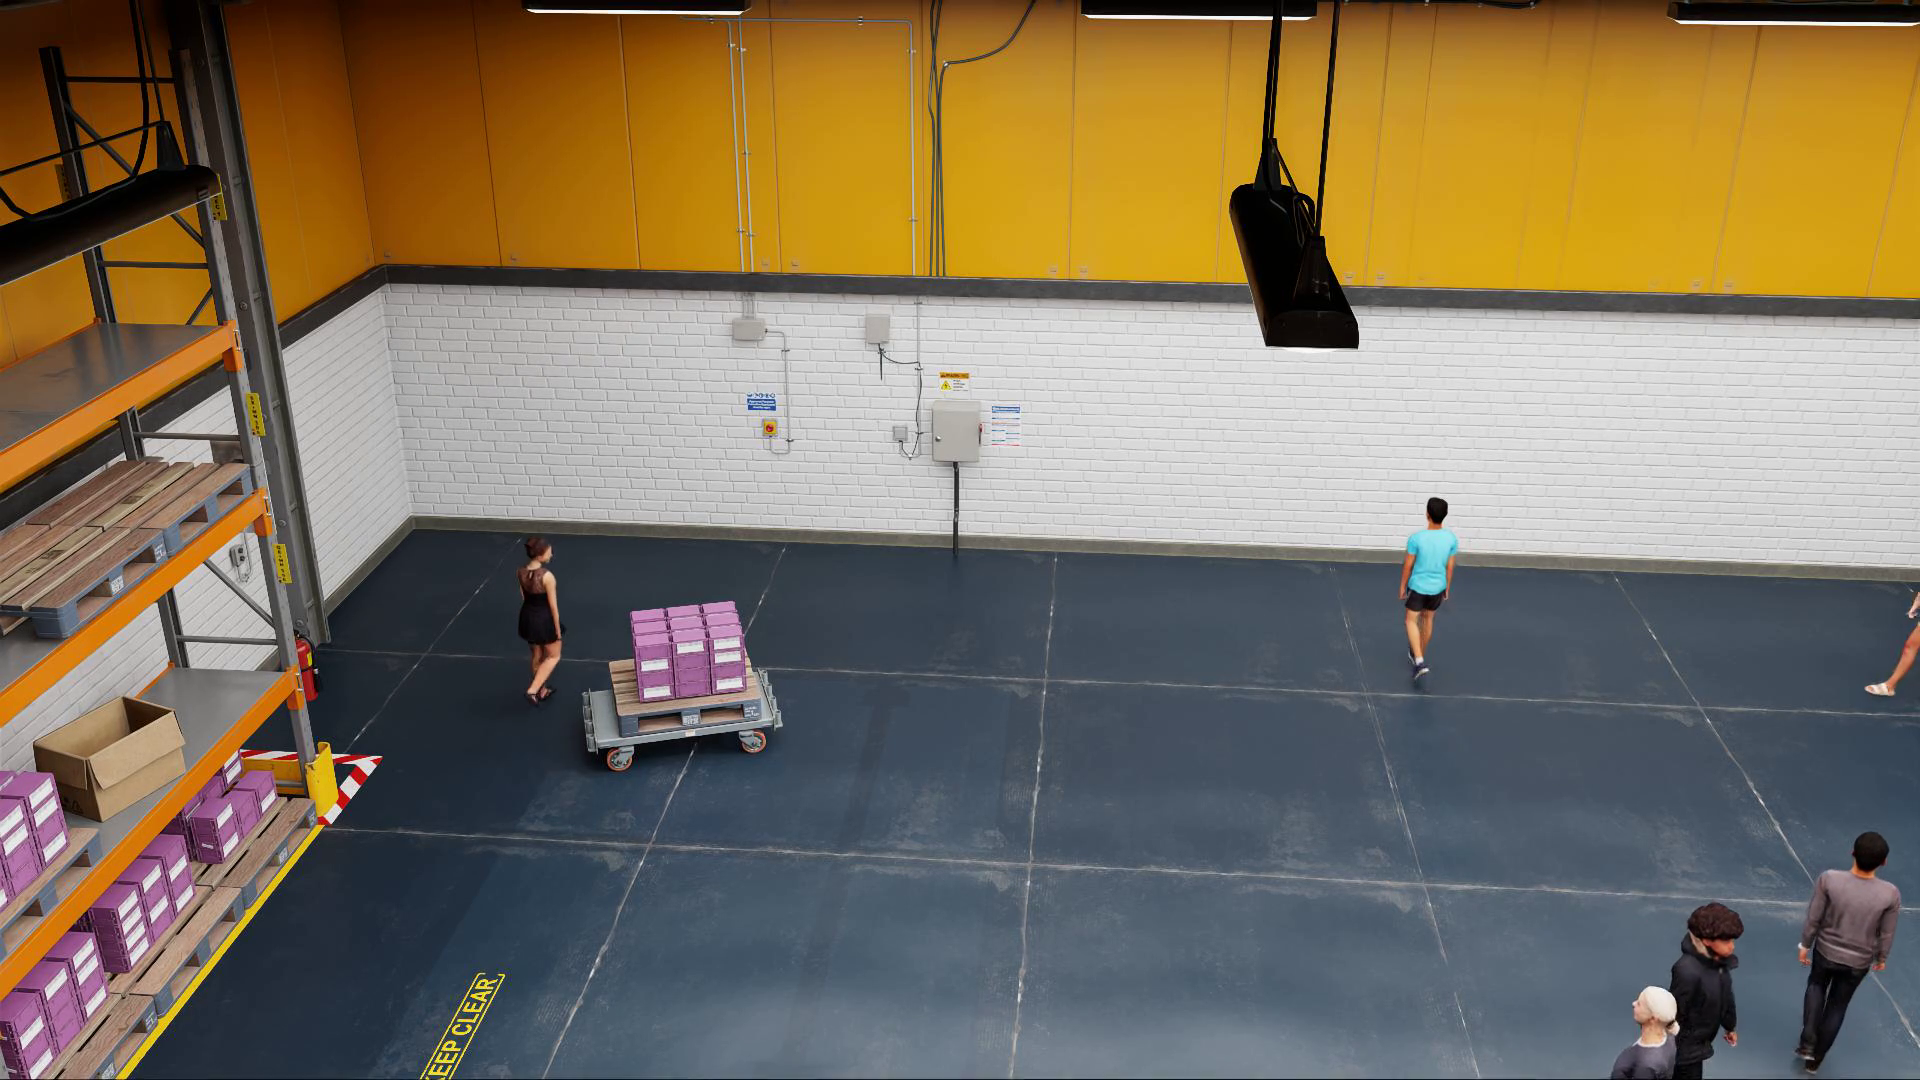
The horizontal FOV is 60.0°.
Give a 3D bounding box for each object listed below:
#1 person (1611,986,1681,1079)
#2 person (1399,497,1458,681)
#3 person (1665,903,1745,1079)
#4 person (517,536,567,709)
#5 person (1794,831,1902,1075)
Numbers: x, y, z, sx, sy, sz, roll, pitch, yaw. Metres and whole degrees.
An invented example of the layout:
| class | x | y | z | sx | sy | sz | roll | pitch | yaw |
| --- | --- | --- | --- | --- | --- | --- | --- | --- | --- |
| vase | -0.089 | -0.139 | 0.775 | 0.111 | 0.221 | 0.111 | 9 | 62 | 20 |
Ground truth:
| class | x | y | z | sx | sy | sz | roll | pitch | yaw |
| --- | --- | --- | --- | --- | --- | --- | --- | --- | --- |
| person | 3.778 | 3.214 | 9.114 | 0.905 | 1.710 | 0.923 | 15 | 28 | 30 |
| person | 4.311 | 0.473 | 15.318 | 0.693 | 1.763 | 0.975 | -1 | 24 | -2 |
| person | 4.245 | 2.866 | 9.852 | 0.929 | 1.758 | 0.976 | -21 | 31 | -39 |
| person | -3.773 | 0.768 | 14.763 | 0.736 | 1.668 | 0.893 | 9 | 25 | 19 |
| person | 5.502 | 2.632 | 10.389 | 0.770 | 1.756 | 0.793 | 10 | 25 | 21 |
